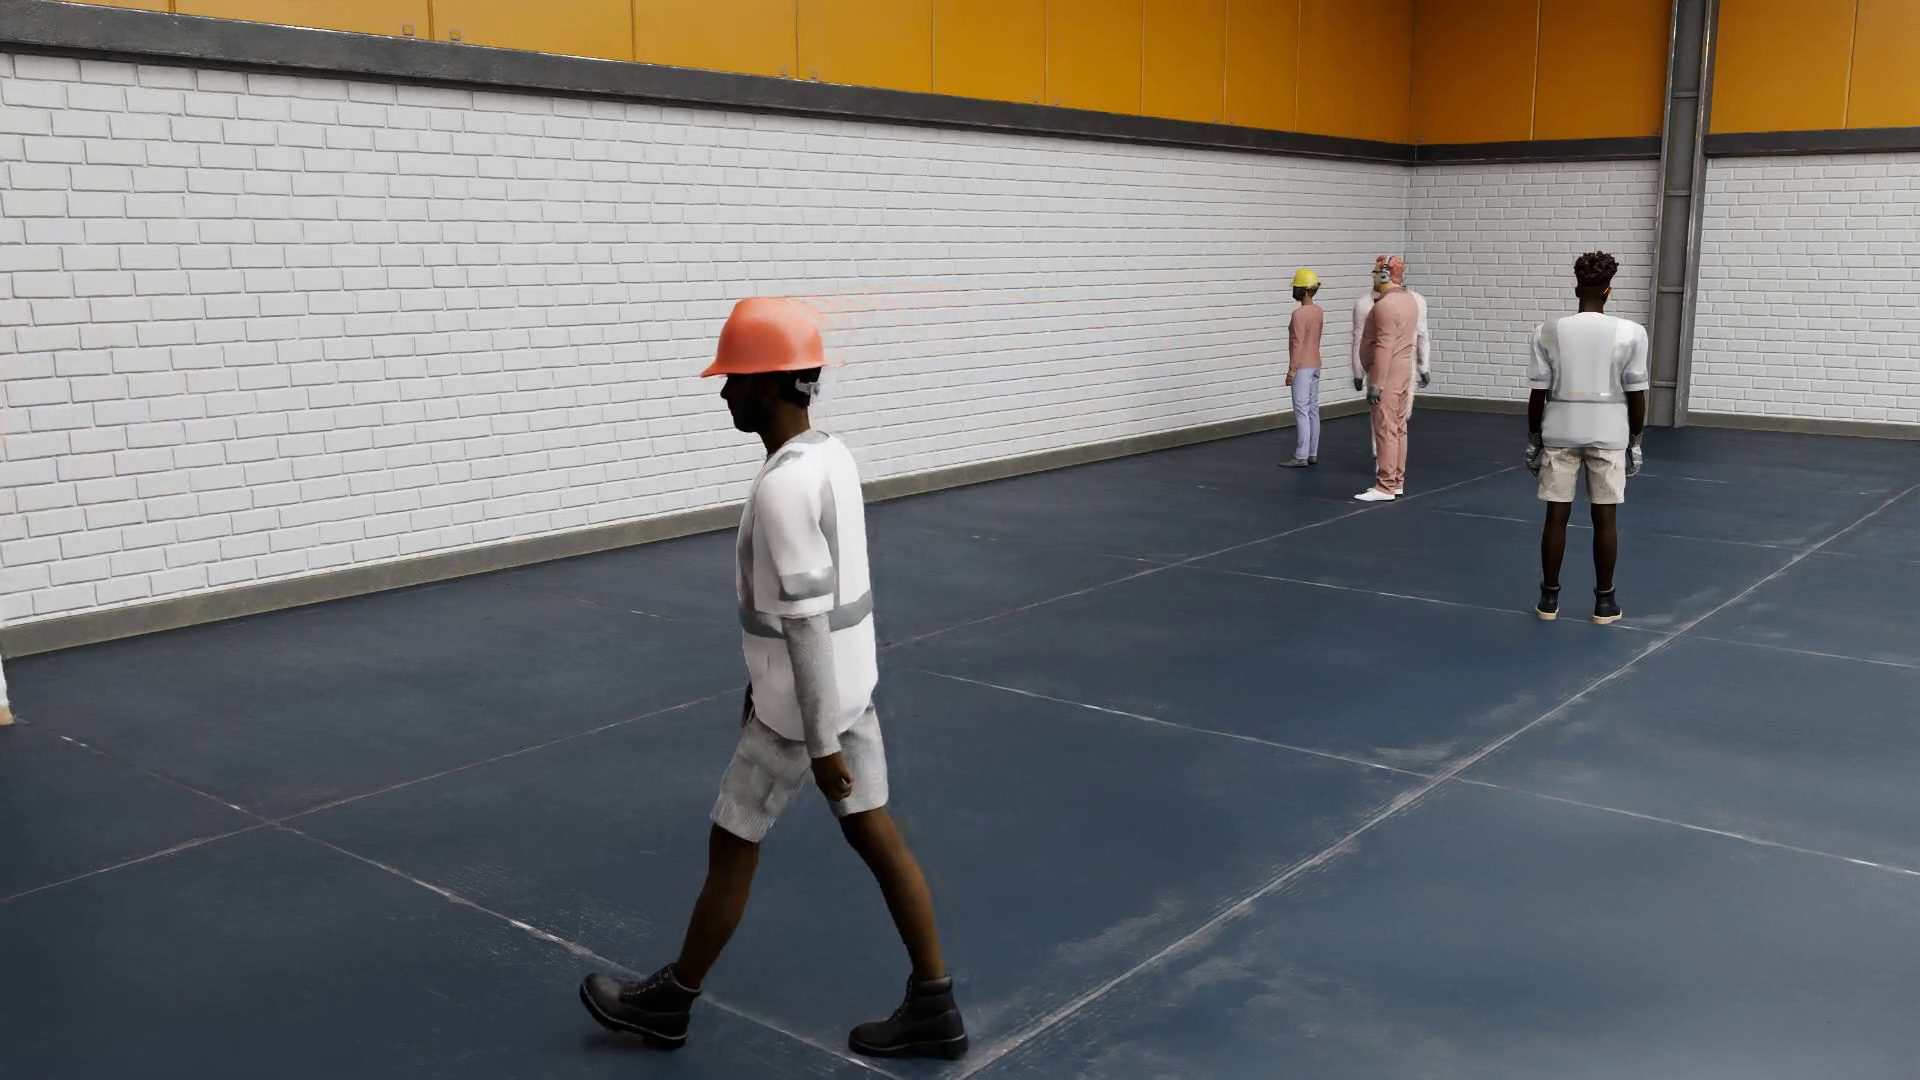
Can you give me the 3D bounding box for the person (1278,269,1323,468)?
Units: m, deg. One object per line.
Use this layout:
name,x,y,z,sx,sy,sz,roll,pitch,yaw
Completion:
person,3.060,-1.527,14.849,0.304,1.772,0.525,7,12,33

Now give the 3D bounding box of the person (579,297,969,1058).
person,-0.435,0.362,4.052,1.006,1.883,0.549,2,10,12

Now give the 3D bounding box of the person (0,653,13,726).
person,-4.271,-0.073,6.666,0.692,1.824,0.635,-5,12,-27

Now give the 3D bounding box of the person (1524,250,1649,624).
person,3.306,-0.537,8.808,0.603,1.967,0.366,5,11,25

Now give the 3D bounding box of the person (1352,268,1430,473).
person,3.716,-1.506,14.440,0.645,1.876,0.814,-1,10,-5

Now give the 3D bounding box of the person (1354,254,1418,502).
person,3.302,-1.253,12.943,0.403,1.911,0.637,6,12,31
